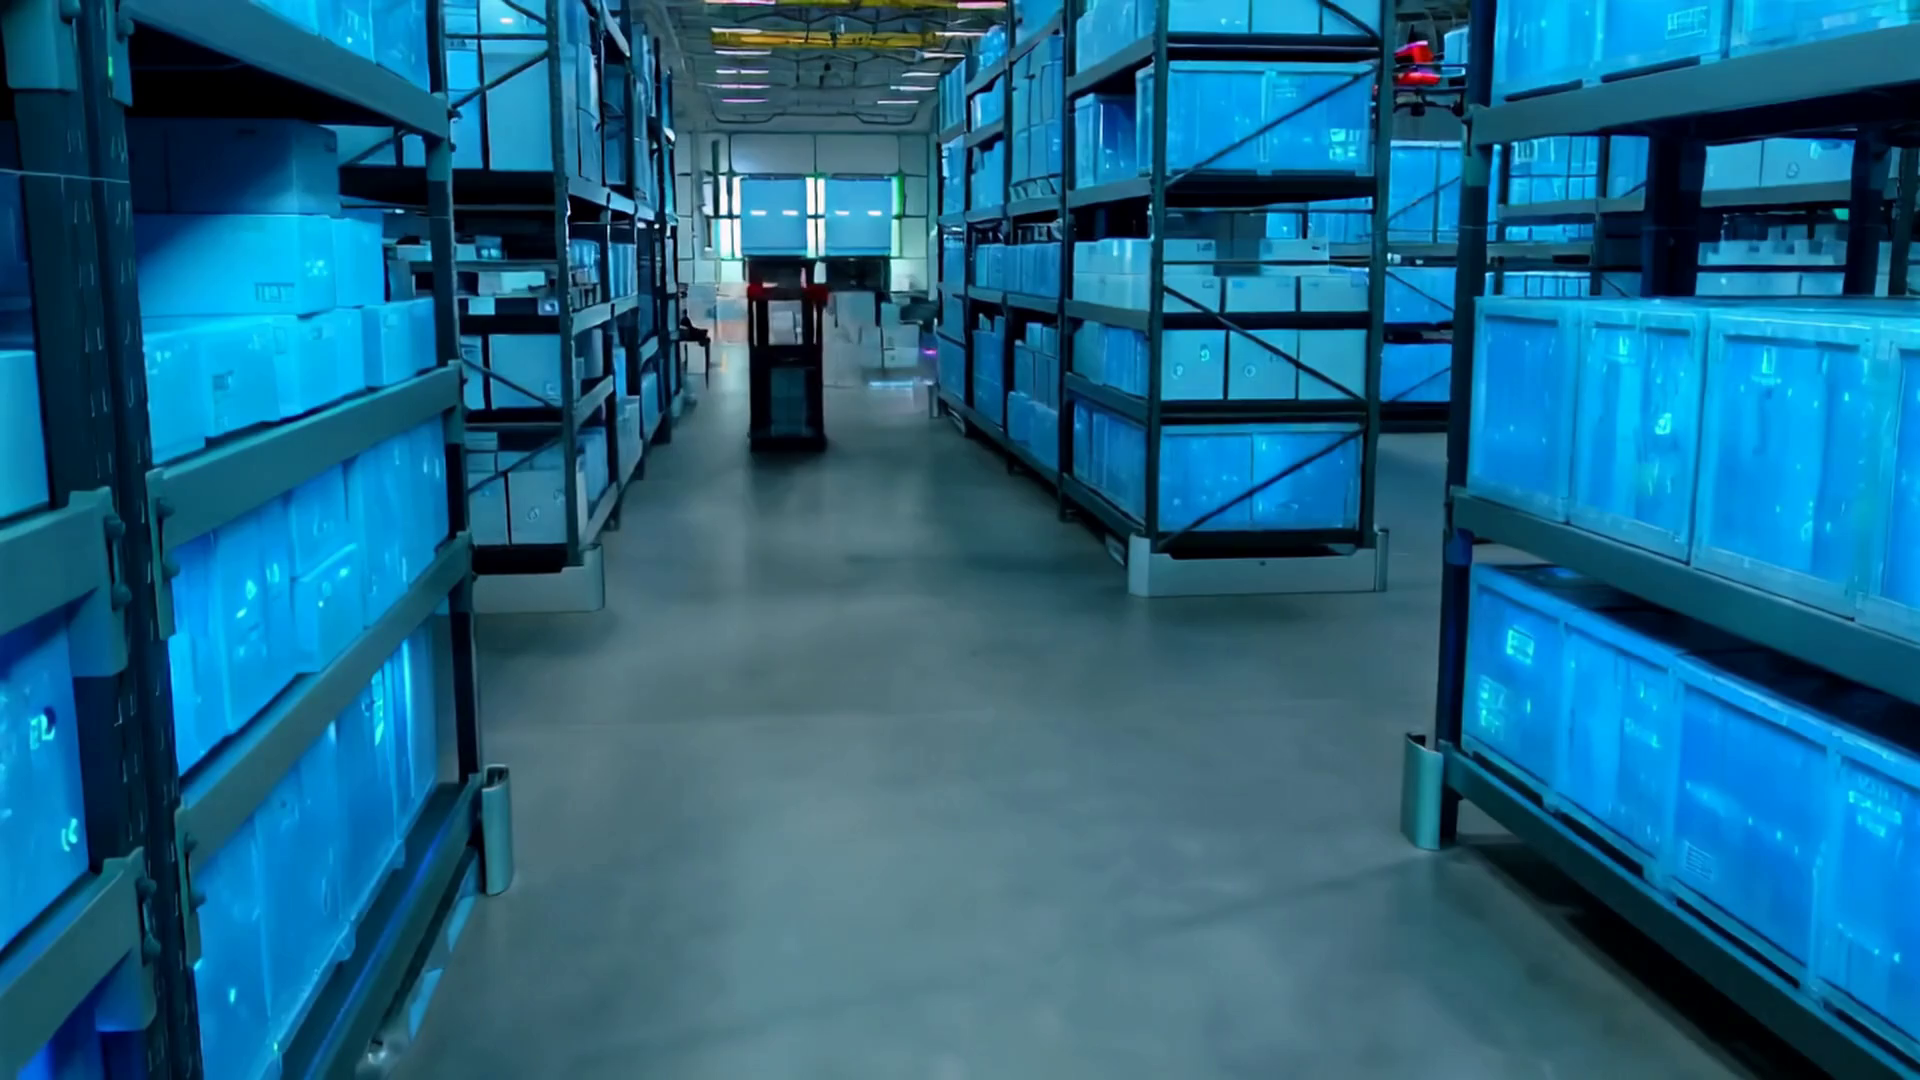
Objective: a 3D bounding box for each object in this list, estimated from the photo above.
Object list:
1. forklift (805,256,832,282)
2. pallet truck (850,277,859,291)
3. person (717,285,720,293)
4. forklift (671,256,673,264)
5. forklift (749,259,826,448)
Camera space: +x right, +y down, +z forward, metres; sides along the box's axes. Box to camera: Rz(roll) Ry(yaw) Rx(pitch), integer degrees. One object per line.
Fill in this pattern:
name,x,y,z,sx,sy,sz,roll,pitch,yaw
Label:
forklift,-4.925,-8.543,58.301,1.129,2.768,1.873,-7,12,-35
pallet truck,-3.782,-9.391,65.808,1.885,1.965,0.823,2,10,10
person,-7.961,-7.667,56.107,0.743,1.890,0.462,0,10,-3
forklift,-11.202,-9.362,63.071,1.129,2.768,1.873,-1,10,-7
forklift,-2.665,-2.879,25.327,1.129,2.768,1.873,-1,10,-7
